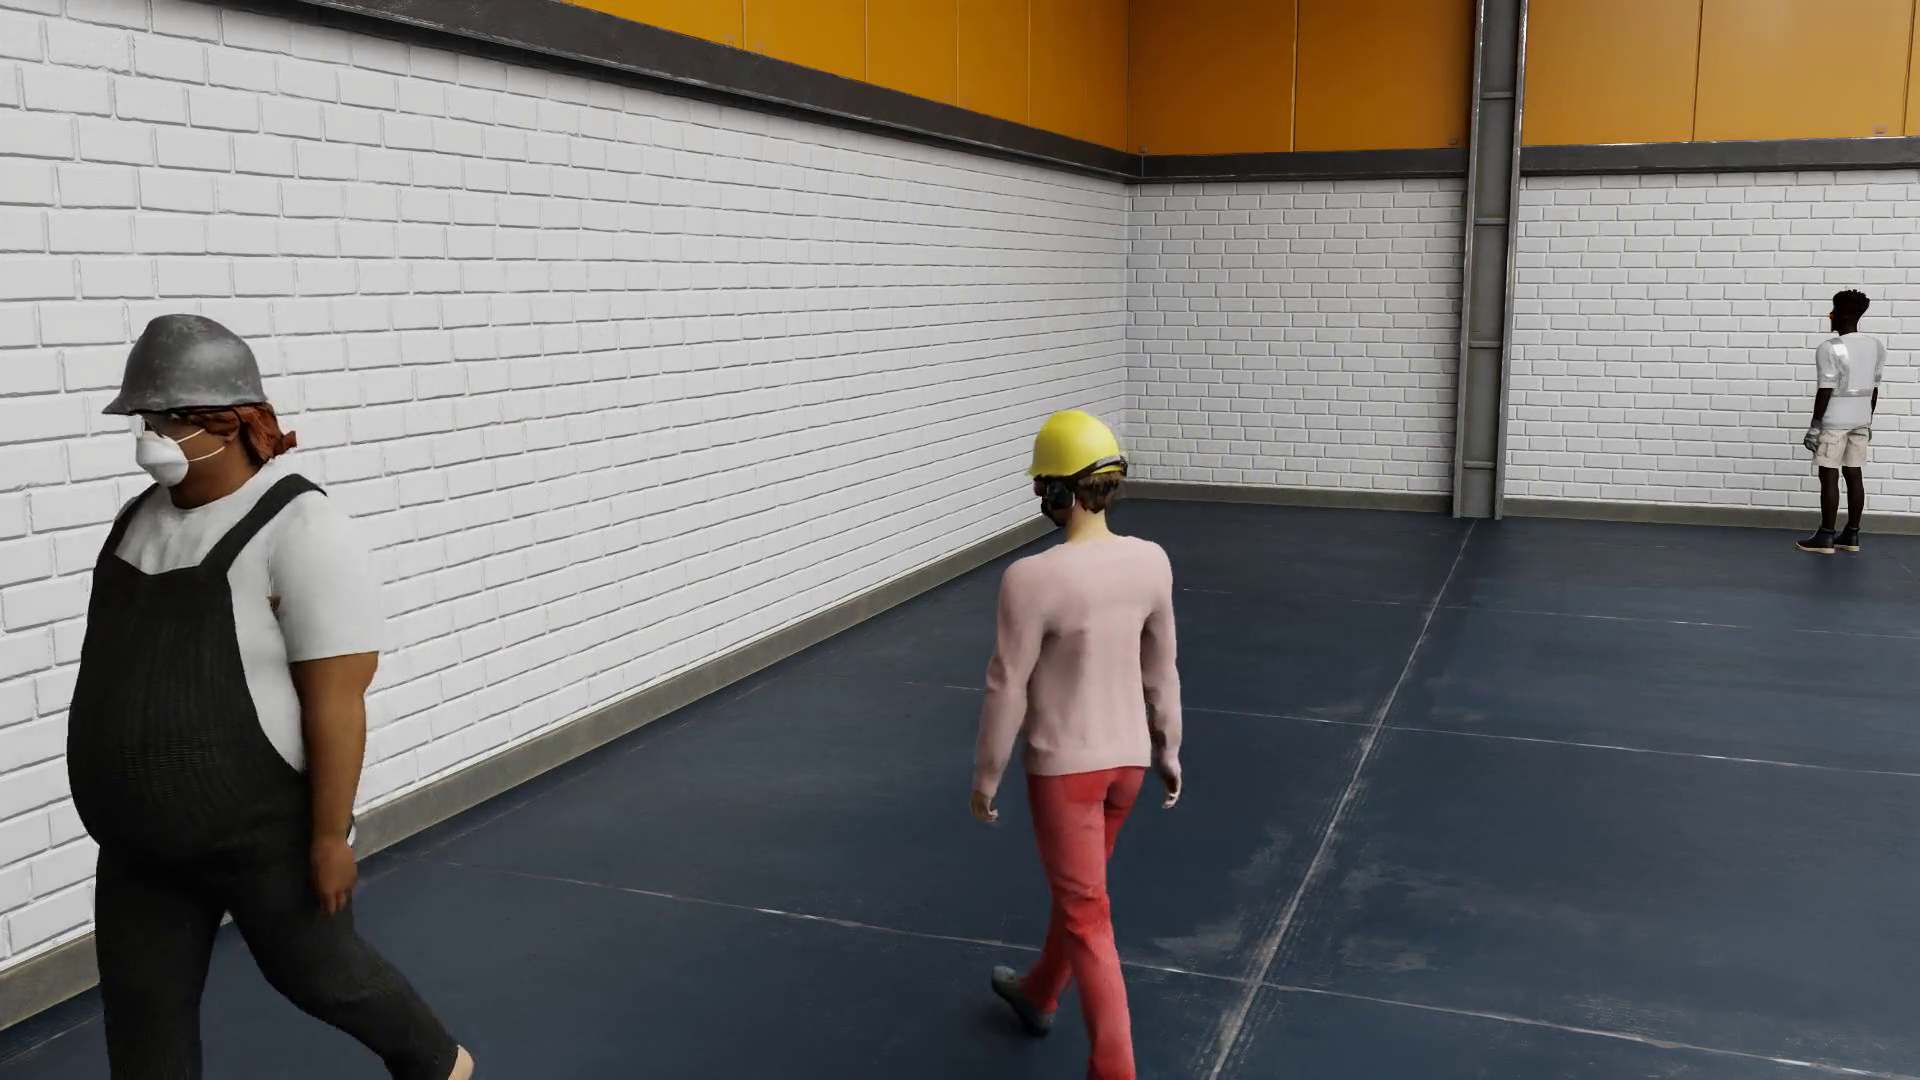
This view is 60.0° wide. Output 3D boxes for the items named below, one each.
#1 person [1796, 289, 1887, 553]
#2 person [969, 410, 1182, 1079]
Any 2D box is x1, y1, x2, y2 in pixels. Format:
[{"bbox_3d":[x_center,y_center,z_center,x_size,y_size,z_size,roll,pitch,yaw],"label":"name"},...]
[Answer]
[{"bbox_3d":[6.577,-0.880,12.415,0.611,1.966,0.362,-3,10,-21],"label":"person"},{"bbox_3d":[0.233,0.542,4.222,0.547,1.735,0.794,-7,12,-38],"label":"person"}]
